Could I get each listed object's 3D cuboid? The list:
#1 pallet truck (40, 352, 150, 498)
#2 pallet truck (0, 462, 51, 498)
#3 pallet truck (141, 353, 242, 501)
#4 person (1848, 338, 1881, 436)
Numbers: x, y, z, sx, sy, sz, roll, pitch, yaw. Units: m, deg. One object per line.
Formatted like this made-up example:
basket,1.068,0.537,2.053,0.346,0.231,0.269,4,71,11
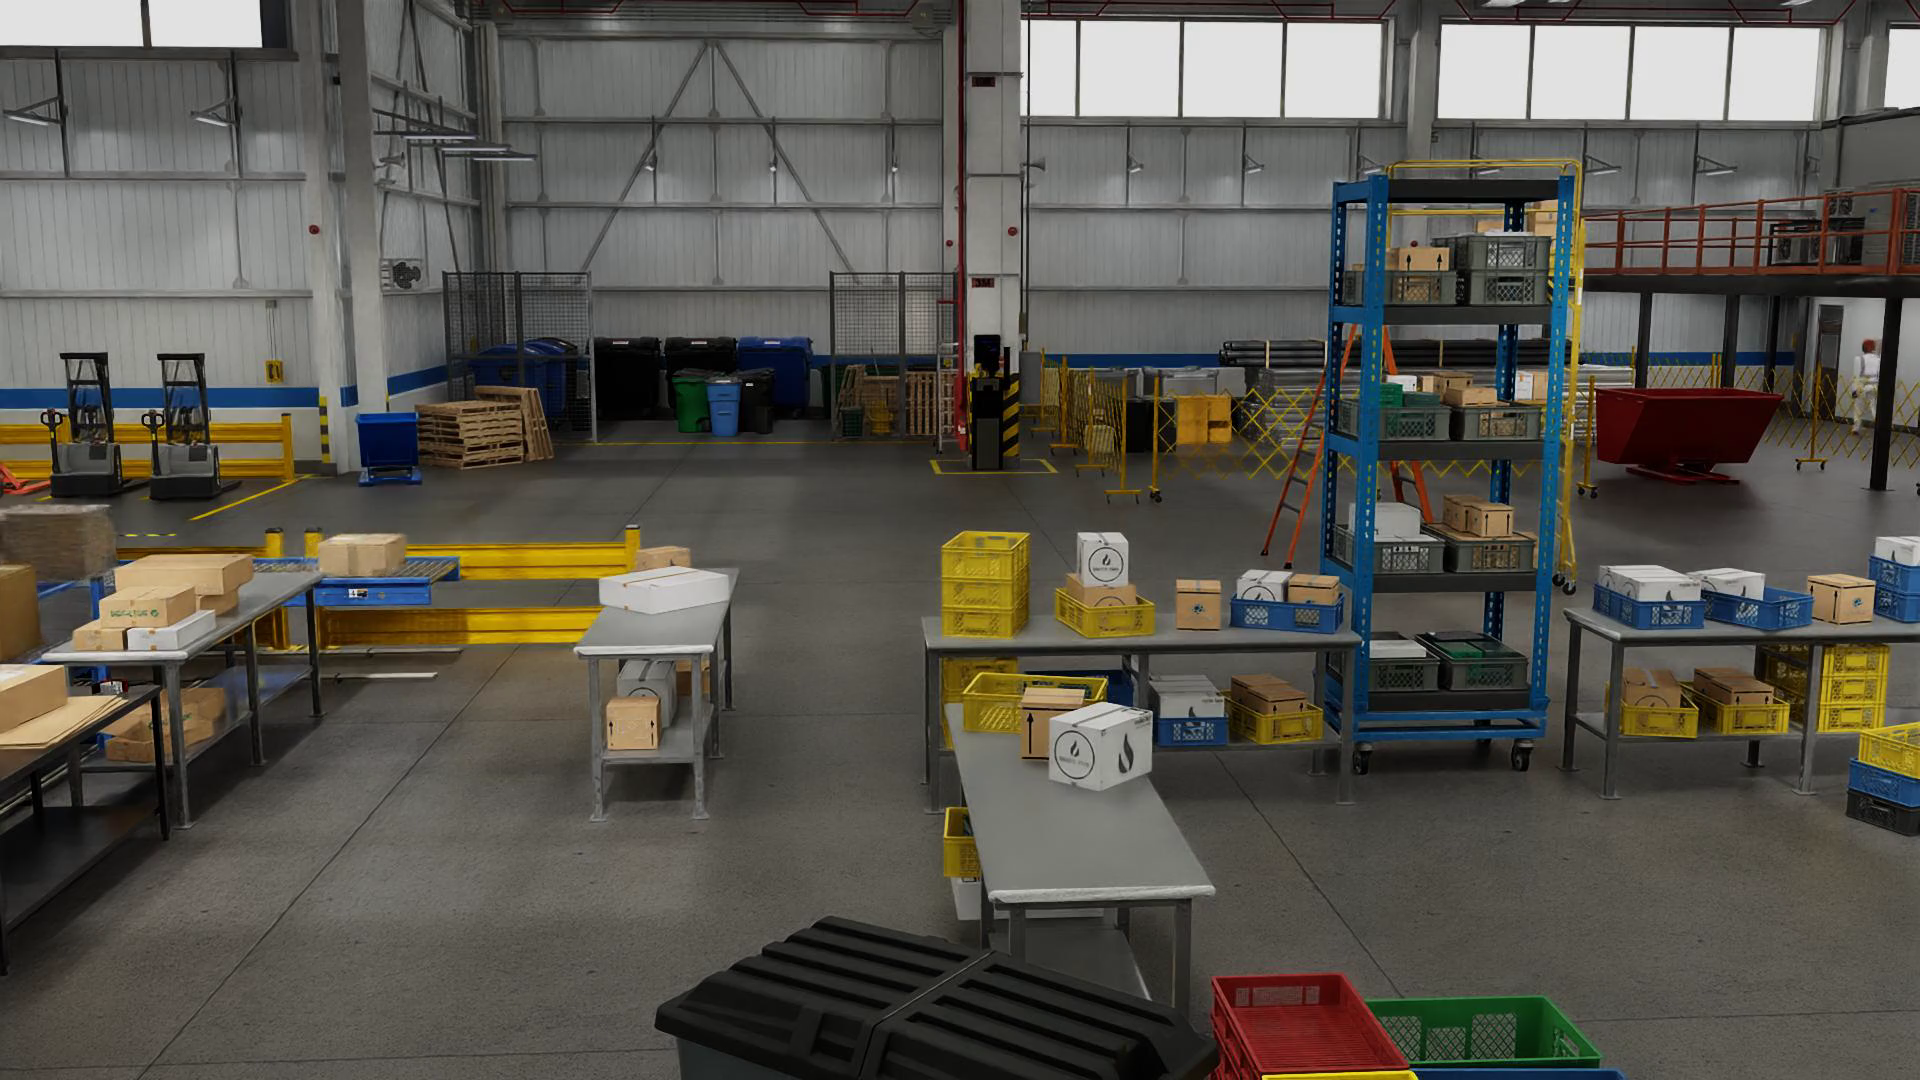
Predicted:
pallet truck,-11.907,-1.642,23.165,0.823,1.965,1.885,0,9,0
pallet truck,-13.193,-1.293,23.148,0.653,1.274,1.630,-1,9,-4
pallet truck,-10.520,-1.604,22.925,0.823,1.965,1.885,-1,9,-6
person,17.007,-2.839,31.113,0.576,1.863,0.808,0,9,-3
